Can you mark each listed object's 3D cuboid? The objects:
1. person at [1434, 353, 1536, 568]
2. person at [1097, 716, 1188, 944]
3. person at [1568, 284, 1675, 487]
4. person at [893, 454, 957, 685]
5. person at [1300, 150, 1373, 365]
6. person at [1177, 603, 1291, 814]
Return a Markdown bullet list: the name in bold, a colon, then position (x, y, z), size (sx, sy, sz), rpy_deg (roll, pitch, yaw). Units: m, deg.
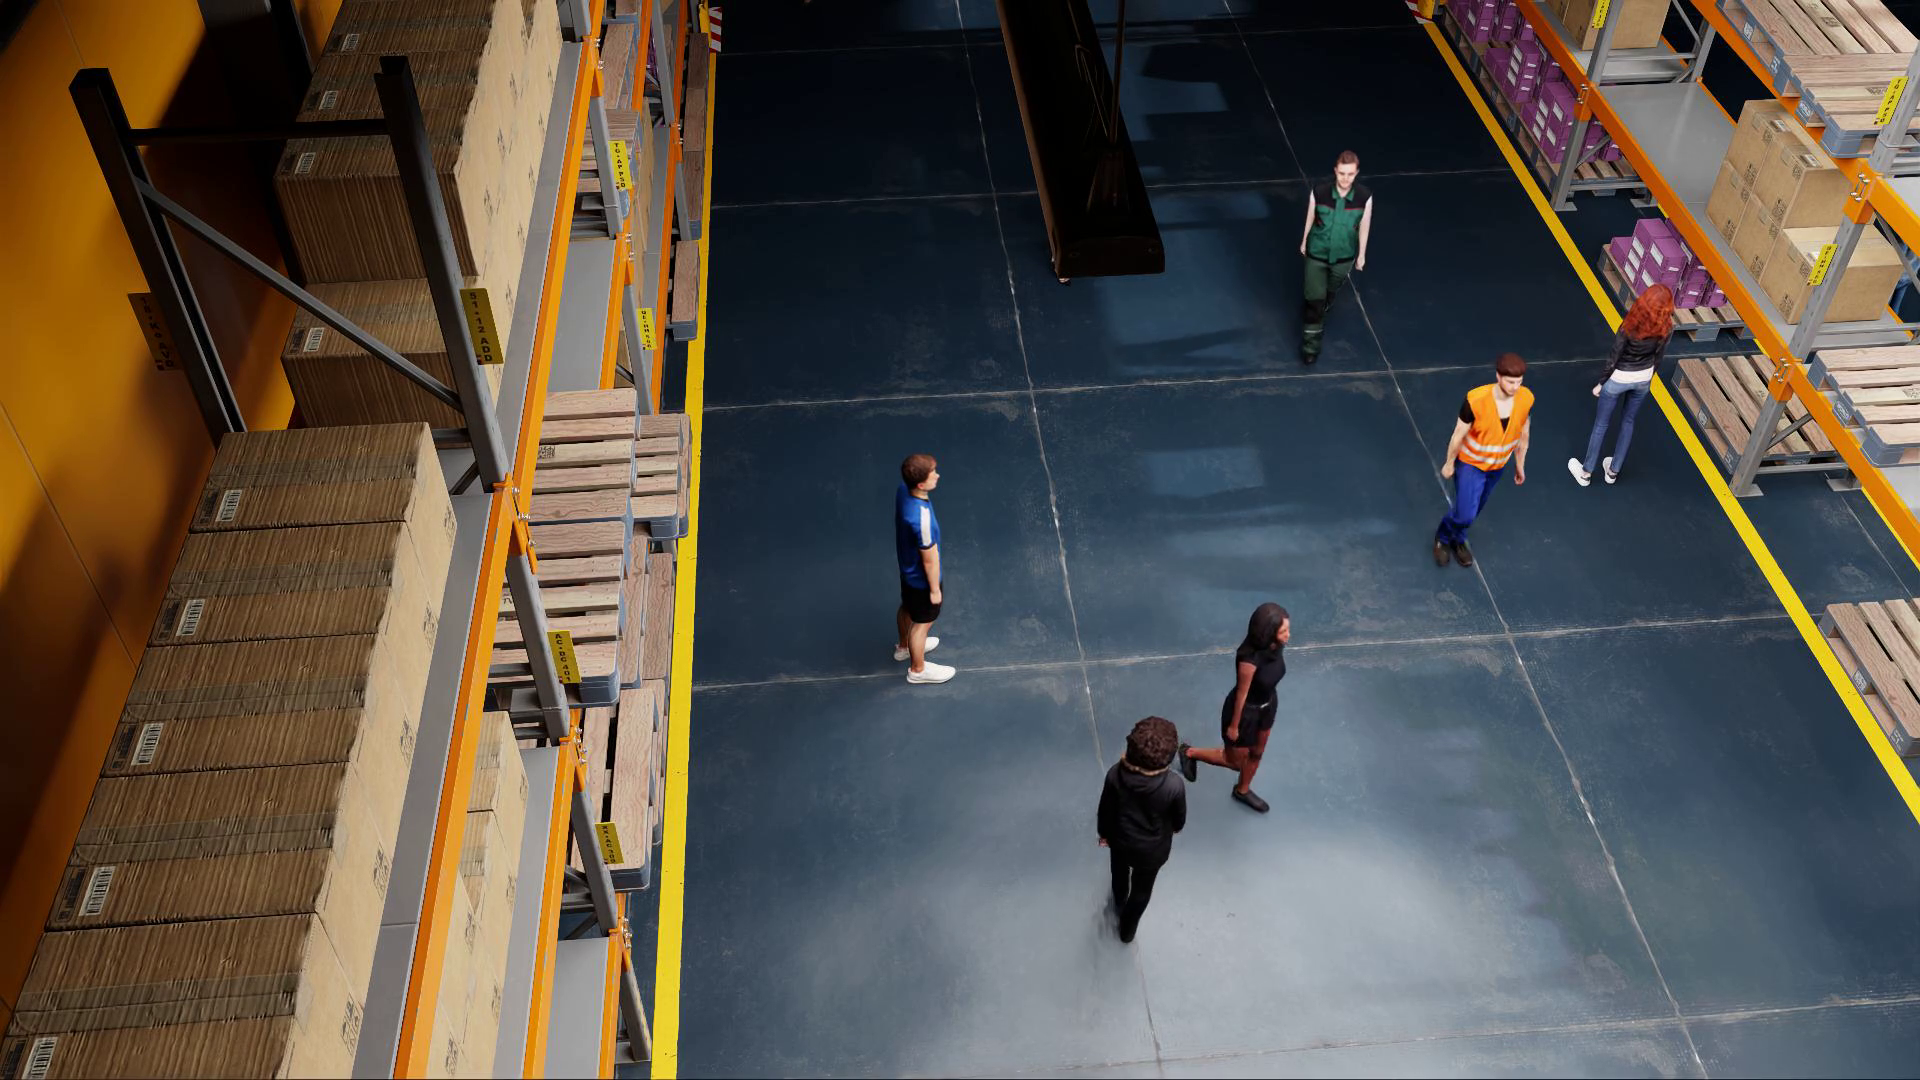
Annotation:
- **person**: position (3.610, -0.618, 11.605), size (0.746, 1.869, 0.730), rpy_deg (-11, 45, -11)
- **person**: position (0.985, 1.696, 9.257), size (0.764, 1.758, 0.843), rpy_deg (11, 45, 12)
- **person**: position (4.887, -1.132, 12.204), size (0.563, 1.787, 0.538), rpy_deg (-2, 44, -2)
- **person**: position (-0.273, 0.166, 10.785), size (0.776, 1.865, 0.607), rpy_deg (-14, 45, -15)
- **person**: position (3.015, -2.366, 13.491), size (0.818, 1.799, 1.137), rpy_deg (5, 44, 6)
- **person**: position (1.667, 0.999, 10.011), size (0.976, 1.727, 0.919), rpy_deg (29, 51, 27)
